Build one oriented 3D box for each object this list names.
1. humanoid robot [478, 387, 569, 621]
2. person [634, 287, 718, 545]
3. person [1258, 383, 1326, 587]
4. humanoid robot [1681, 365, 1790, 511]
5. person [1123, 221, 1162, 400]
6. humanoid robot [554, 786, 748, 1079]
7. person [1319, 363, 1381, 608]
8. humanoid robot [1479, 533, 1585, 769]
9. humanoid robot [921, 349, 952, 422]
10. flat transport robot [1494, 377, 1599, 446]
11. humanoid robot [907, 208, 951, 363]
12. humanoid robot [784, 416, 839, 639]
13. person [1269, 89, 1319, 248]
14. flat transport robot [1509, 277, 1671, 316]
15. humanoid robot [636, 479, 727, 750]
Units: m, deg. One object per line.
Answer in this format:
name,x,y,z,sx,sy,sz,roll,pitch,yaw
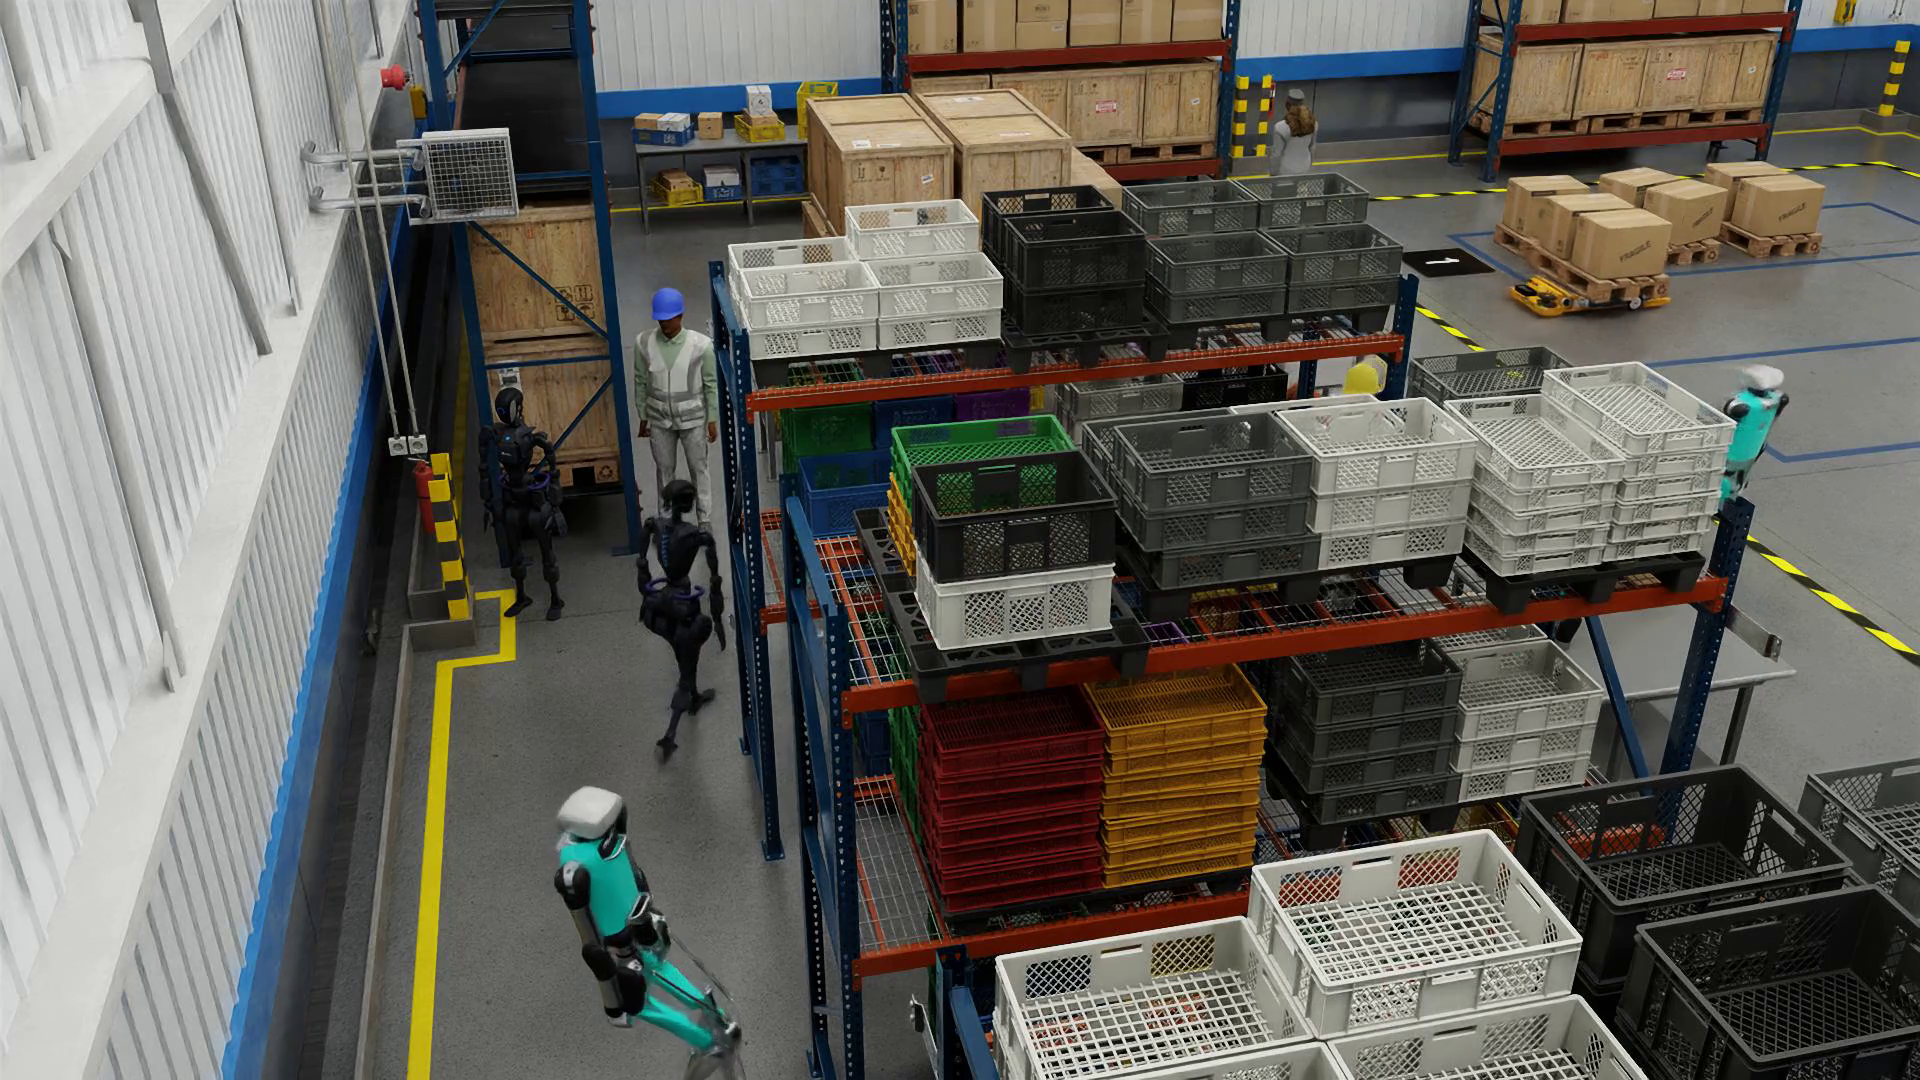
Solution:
humanoid robot,-2.866,-0.233,10.962,0.599,1.657,0.315,6,28,11
person,-2.025,-0.884,11.922,0.602,1.949,0.387,2,28,4
person,2.065,-0.119,10.541,0.578,1.881,0.343,-18,33,-30
humanoid robot,4.984,-0.433,11.359,0.556,1.810,0.942,-15,31,-27
person,1.437,-1.566,13.116,0.375,2.045,0.605,-5,28,-10
humanoid robot,-1.165,1.820,7.006,0.884,1.765,0.591,5,28,9
person,2.564,-0.322,11.001,0.630,1.804,0.668,18,33,30
humanoid robot,3.079,0.551,9.281,0.735,1.677,0.533,-1,28,-2
humanoid robot,0.135,-0.520,11.467,0.915,1.761,0.616,-3,28,-5
flat transport robot,4.780,-1.036,14.013,0.659,0.231,1.431,-6,28,-12
humanoid robot,-0.333,-2.122,14.614,0.783,1.627,0.596,-1,28,-3
humanoid robot,-0.989,-0.042,10.574,0.550,1.798,0.842,21,34,34
person,3.588,-3.983,17.999,0.562,1.764,0.402,-13,31,-23
flat transport robot,6.365,-2.517,16.793,1.431,0.197,0.652,-6,28,-12
humanoid robot,-1.677,0.425,9.785,0.612,1.637,0.769,12,30,21
